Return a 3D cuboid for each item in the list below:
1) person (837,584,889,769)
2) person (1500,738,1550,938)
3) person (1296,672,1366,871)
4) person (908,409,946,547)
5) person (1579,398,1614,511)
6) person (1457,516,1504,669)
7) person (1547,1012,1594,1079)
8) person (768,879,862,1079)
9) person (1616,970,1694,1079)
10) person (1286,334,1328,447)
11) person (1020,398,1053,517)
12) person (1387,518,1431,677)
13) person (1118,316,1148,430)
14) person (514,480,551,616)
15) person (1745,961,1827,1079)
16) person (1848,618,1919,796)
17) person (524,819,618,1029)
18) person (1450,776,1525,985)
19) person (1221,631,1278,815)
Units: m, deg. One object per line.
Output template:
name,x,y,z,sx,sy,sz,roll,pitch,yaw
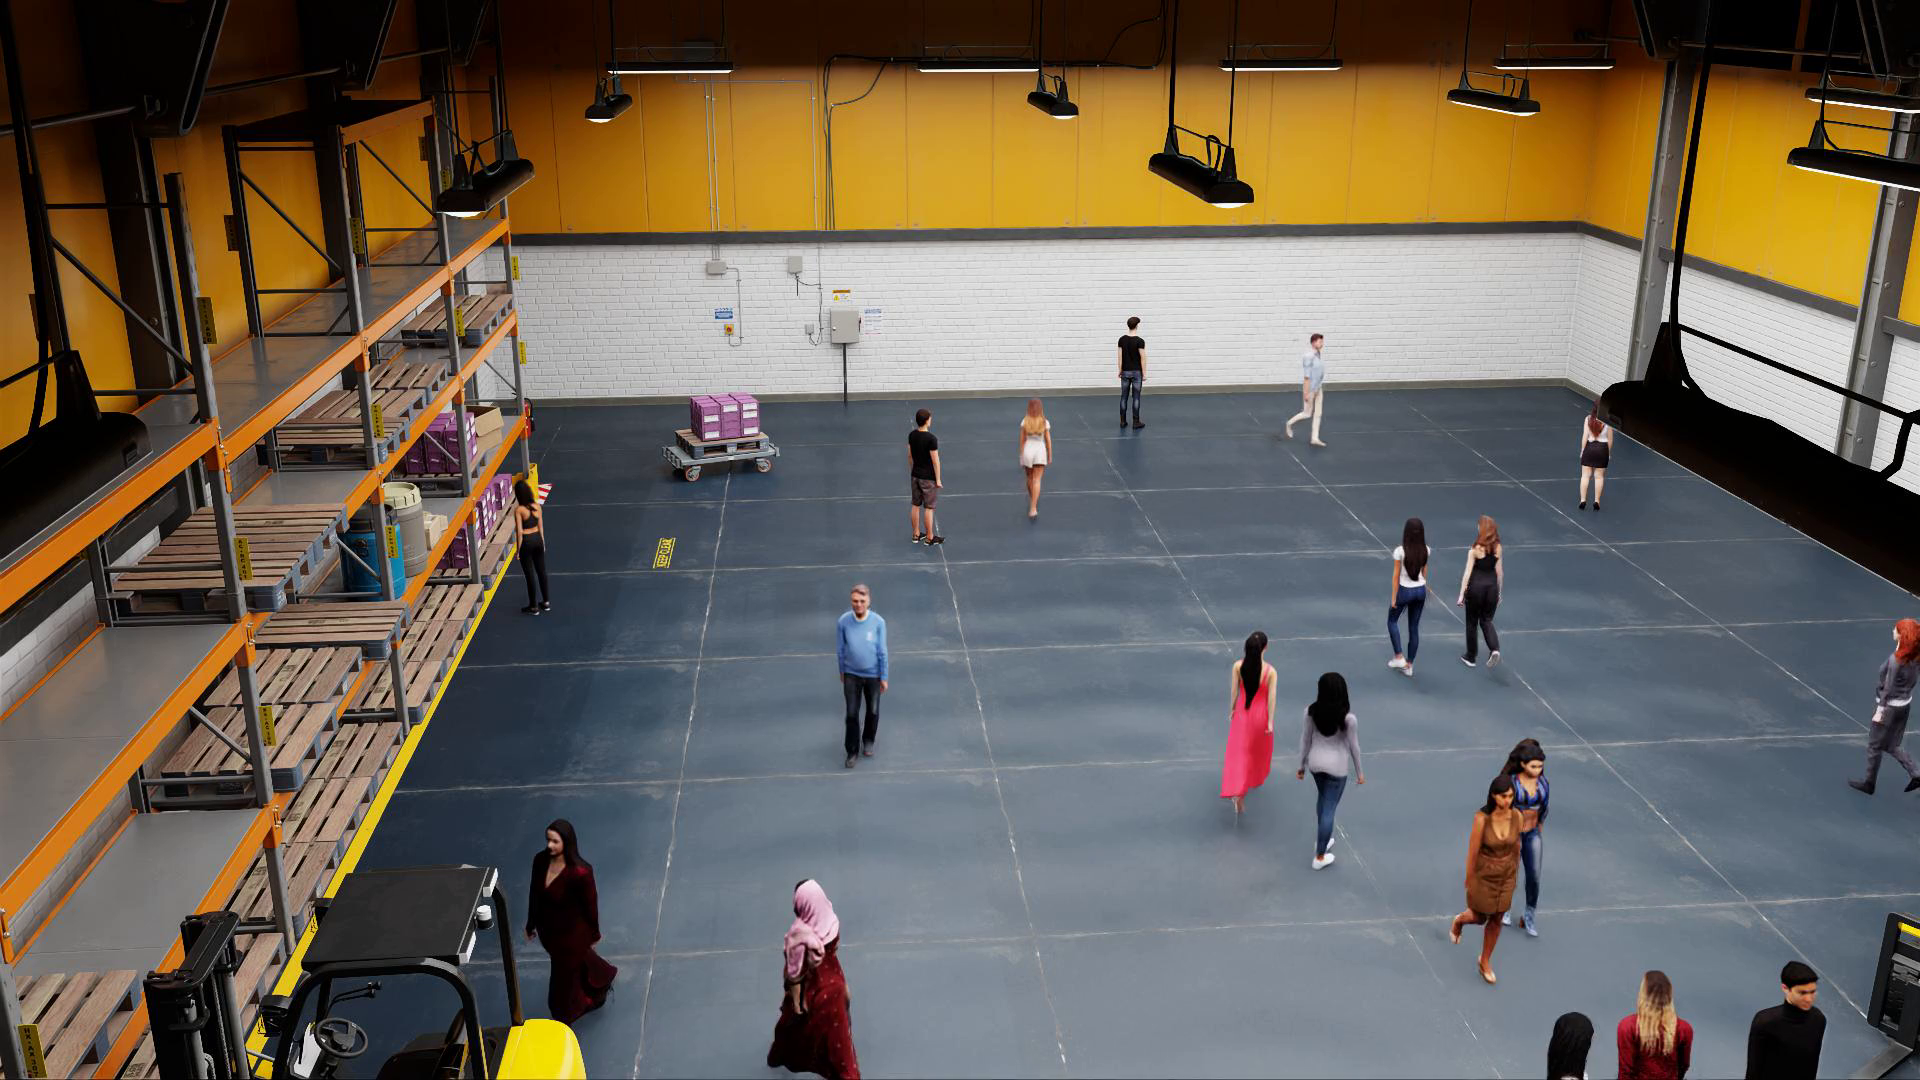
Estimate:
person,-0.924,1.246,16.129,0.714,1.794,0.883,0,19,0
person,4.411,2.317,13.233,0.619,1.611,0.671,-1,19,-4
person,3.059,1.978,14.073,0.867,1.717,0.925,15,24,37
person,-0.492,-0.855,22.260,0.757,1.862,0.818,15,24,38
person,9.058,-1.230,23.707,0.630,1.649,0.630,6,20,18
person,5.741,0.611,18.120,0.684,1.725,0.888,-4,19,-11
person,3.426,3.531,9.527,0.877,1.676,0.688,11,21,29
person,-0.909,3.037,11.121,1.021,1.595,1.167,-16,24,-39
person,4.181,3.398,10.042,0.829,1.599,1.170,4,19,12
person,5.663,-2.443,27.020,0.994,1.833,1.090,-18,25,-42
person,1.041,-1.125,23.399,0.799,1.646,1.211,3,19,9
person,4.893,0.641,17.965,0.625,1.767,0.601,-4,19,-11
person,2.895,-2.828,28.063,0.759,1.897,0.767,9,21,25
person,-5.116,0.080,19.830,0.683,1.641,0.627,15,24,38
person,4.962,3.325,10.066,0.671,1.723,0.580,-4,19,-12
person,8.588,1.579,15.184,0.830,1.766,0.960,-13,23,-34
person,-2.738,2.743,11.809,1.082,1.712,1.193,12,22,32
person,3.976,2.511,12.552,0.627,1.679,0.796,-5,19,-13
person,2.608,1.675,15.025,0.913,1.685,1.178,7,20,20
